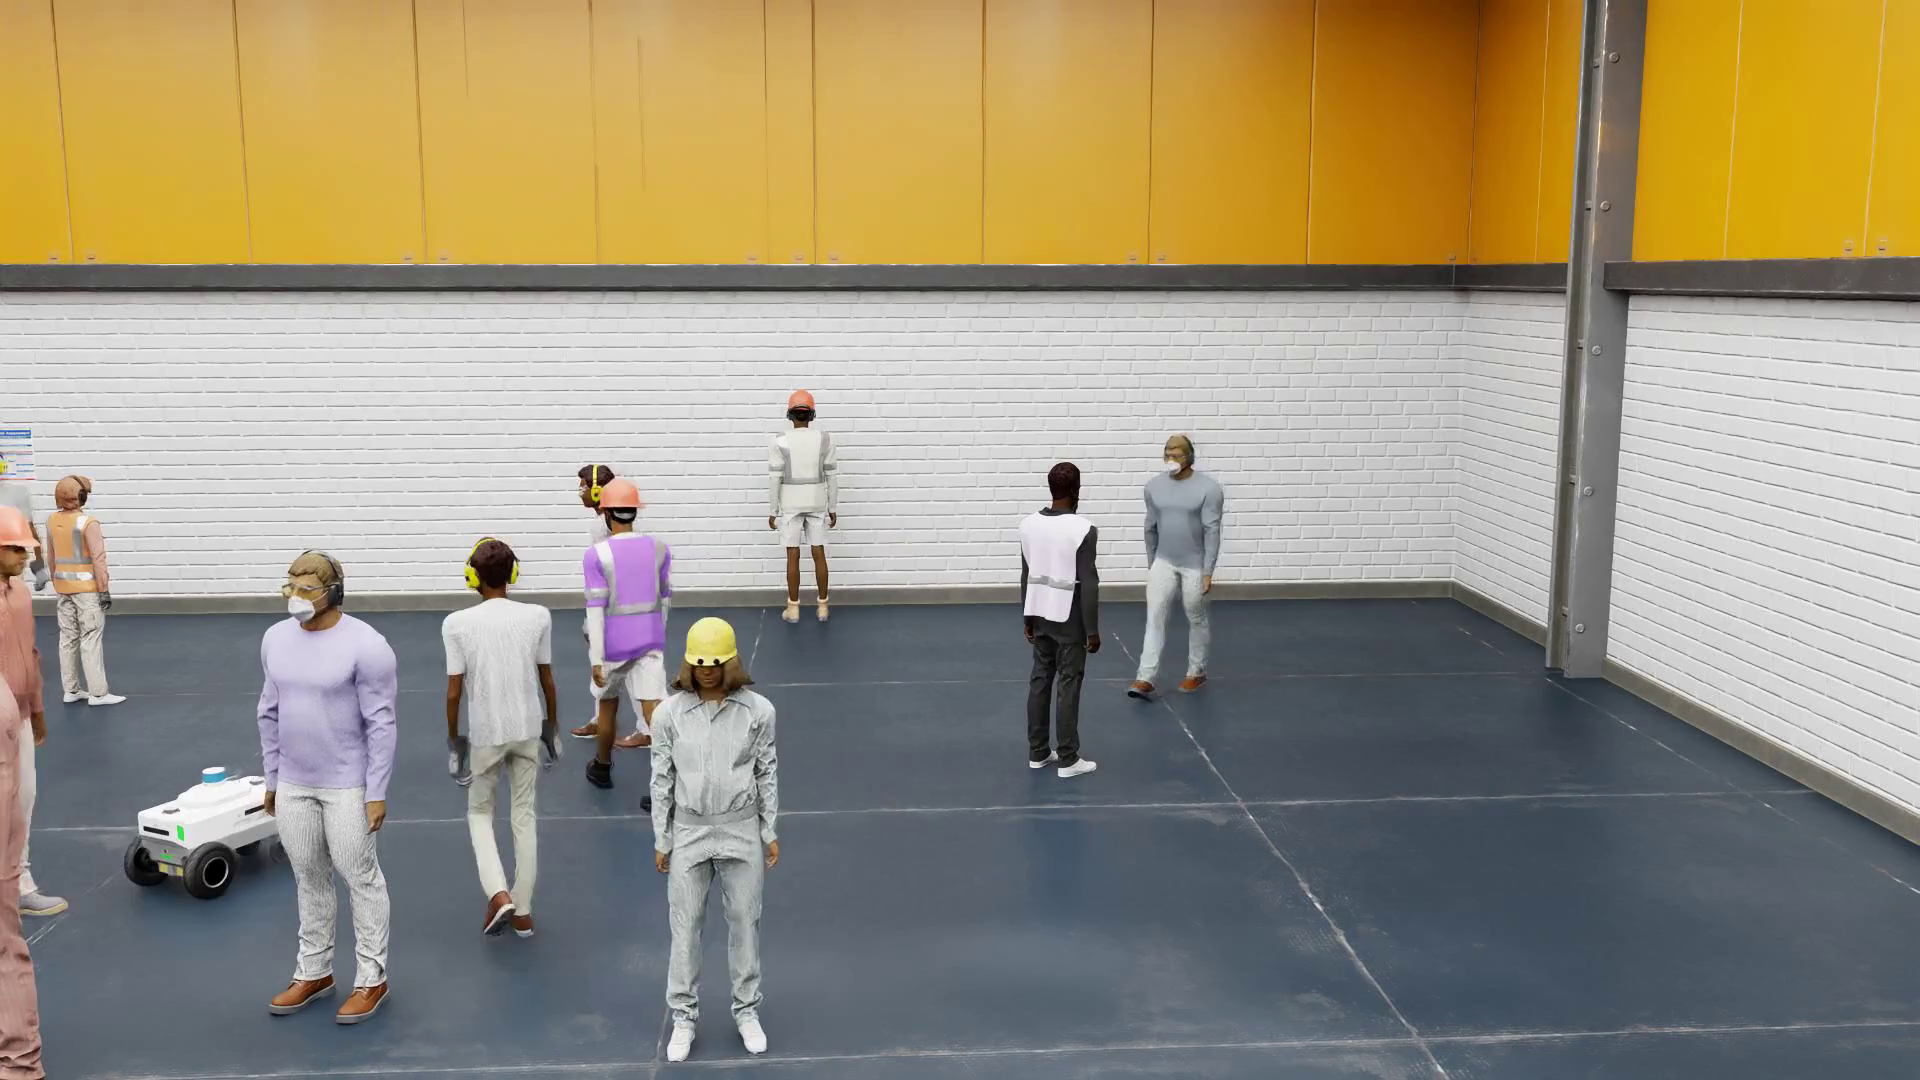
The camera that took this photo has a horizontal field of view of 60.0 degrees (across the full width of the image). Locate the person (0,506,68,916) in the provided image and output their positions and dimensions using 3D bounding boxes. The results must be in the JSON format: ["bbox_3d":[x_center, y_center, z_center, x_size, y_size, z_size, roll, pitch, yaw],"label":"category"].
[{"bbox_3d":[-4.483,0.822,7.737,0.482,1.978,0.641,0,9,-2],"label":"person"}]

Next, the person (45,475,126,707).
[{"bbox_3d":[-6.187,0.362,11.703,0.523,1.639,0.306,4,10,23],"label":"person"}]

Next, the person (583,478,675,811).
[{"bbox_3d":[-1.888,0.590,9.556,0.549,1.876,0.998,-6,11,-32],"label":"person"}]

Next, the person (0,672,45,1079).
[{"bbox_3d":[-3.632,1.127,6.078,0.402,1.901,0.651,-6,11,-35],"label":"person"}]

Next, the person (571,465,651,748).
[{"bbox_3d":[-2.286,0.430,10.663,0.781,1.833,0.547,1,9,6],"label":"person"}]

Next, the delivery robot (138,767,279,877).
[{"bbox_3d":[-3.736,1.388,8.360,0.477,0.478,0.707,4,10,25],"label":"delivery robot"}]

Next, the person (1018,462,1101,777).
[{"bbox_3d":[0.597,0.482,10.110,0.397,1.911,0.587,-9,13,-44],"label":"person"}]

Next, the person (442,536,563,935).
[{"bbox_3d":[-2.065,0.913,7.589,0.531,1.853,0.440,-4,10,-25],"label":"person"}]

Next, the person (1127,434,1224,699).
[{"bbox_3d":[1.528,0.212,11.841,0.636,1.901,0.951,5,10,29],"label":"person"}]

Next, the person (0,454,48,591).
[{"bbox_3d":[-7.009,0.188,12.202,0.570,1.833,0.871,-4,10,-23],"label":"person"}]

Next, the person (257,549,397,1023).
[{"bbox_3d":[-2.581,0.996,6.784,0.630,1.940,0.373,3,9,17],"label":"person"}]

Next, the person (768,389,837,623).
[{"bbox_3d":[-1.383,-0.298,14.579,0.615,2.041,0.392,-3,9,-17],"label":"person"}]

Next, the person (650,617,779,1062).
[{"bbox_3d":[-0.940,1.154,6.428,0.497,1.738,0.355,-2,9,-12],"label":"person"}]
